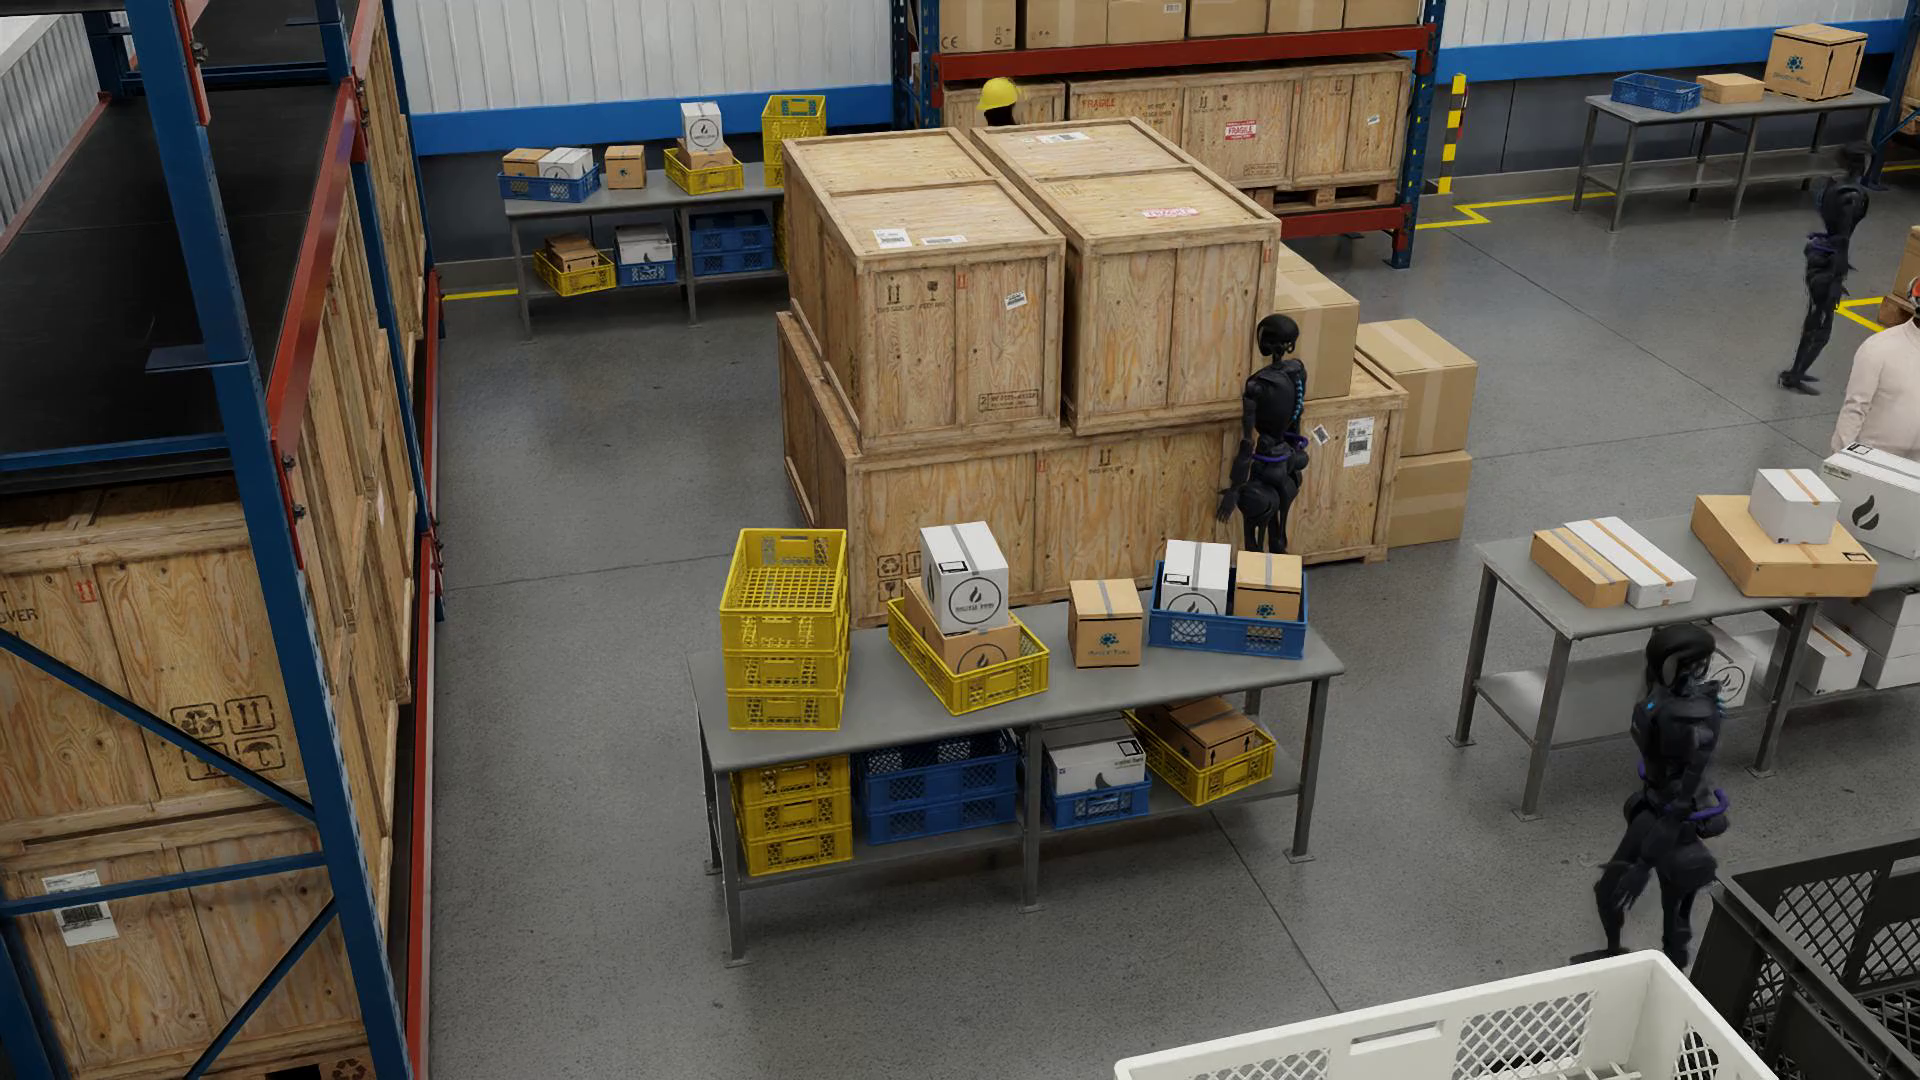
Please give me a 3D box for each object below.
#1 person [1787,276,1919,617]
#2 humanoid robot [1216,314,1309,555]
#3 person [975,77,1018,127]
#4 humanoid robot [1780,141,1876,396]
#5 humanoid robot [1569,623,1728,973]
[{"bbox_3d":[4.502,-0.401,8.070,0.613,1.987,0.400,-7,30,-12],"label":"person"},{"bbox_3d":[1.521,-0.327,8.236,0.315,1.657,0.611,22,36,34],"label":"humanoid robot"},{"bbox_3d":[0.328,-2.237,11.479,0.463,1.907,0.605,-18,33,-29],"label":"person"},{"bbox_3d":[5.729,-1.768,10.869,0.405,1.651,0.589,9,30,16],"label":"humanoid robot"},{"bbox_3d":[2.452,0.996,5.868,0.533,1.640,0.577,-3,29,-6],"label":"humanoid robot"}]
